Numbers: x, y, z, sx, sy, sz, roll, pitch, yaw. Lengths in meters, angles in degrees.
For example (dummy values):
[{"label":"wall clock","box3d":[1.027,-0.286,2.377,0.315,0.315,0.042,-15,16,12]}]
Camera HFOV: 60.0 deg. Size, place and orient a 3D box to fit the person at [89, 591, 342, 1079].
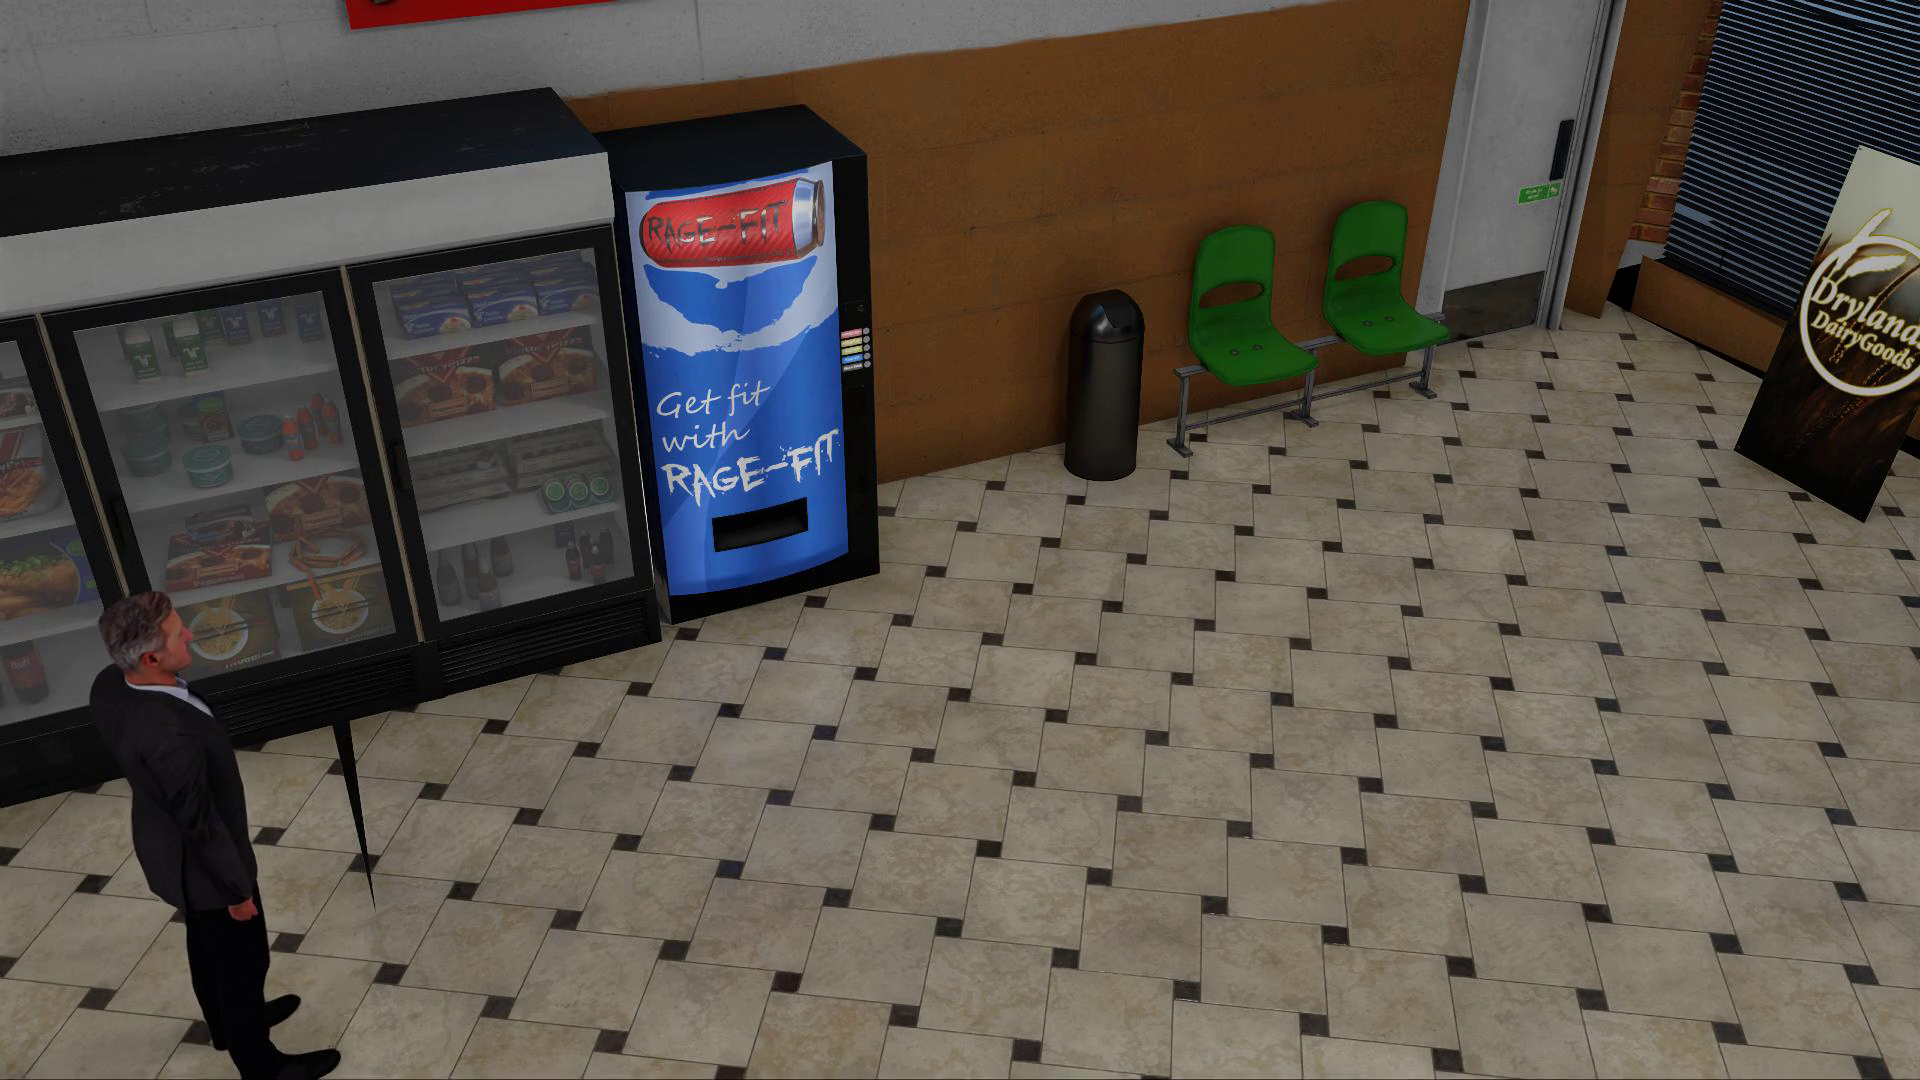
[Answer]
[{"label":"person","box3d":[-2.307,0.937,5.068,0.846,1.832,0.656,-27,41,-36]}]
